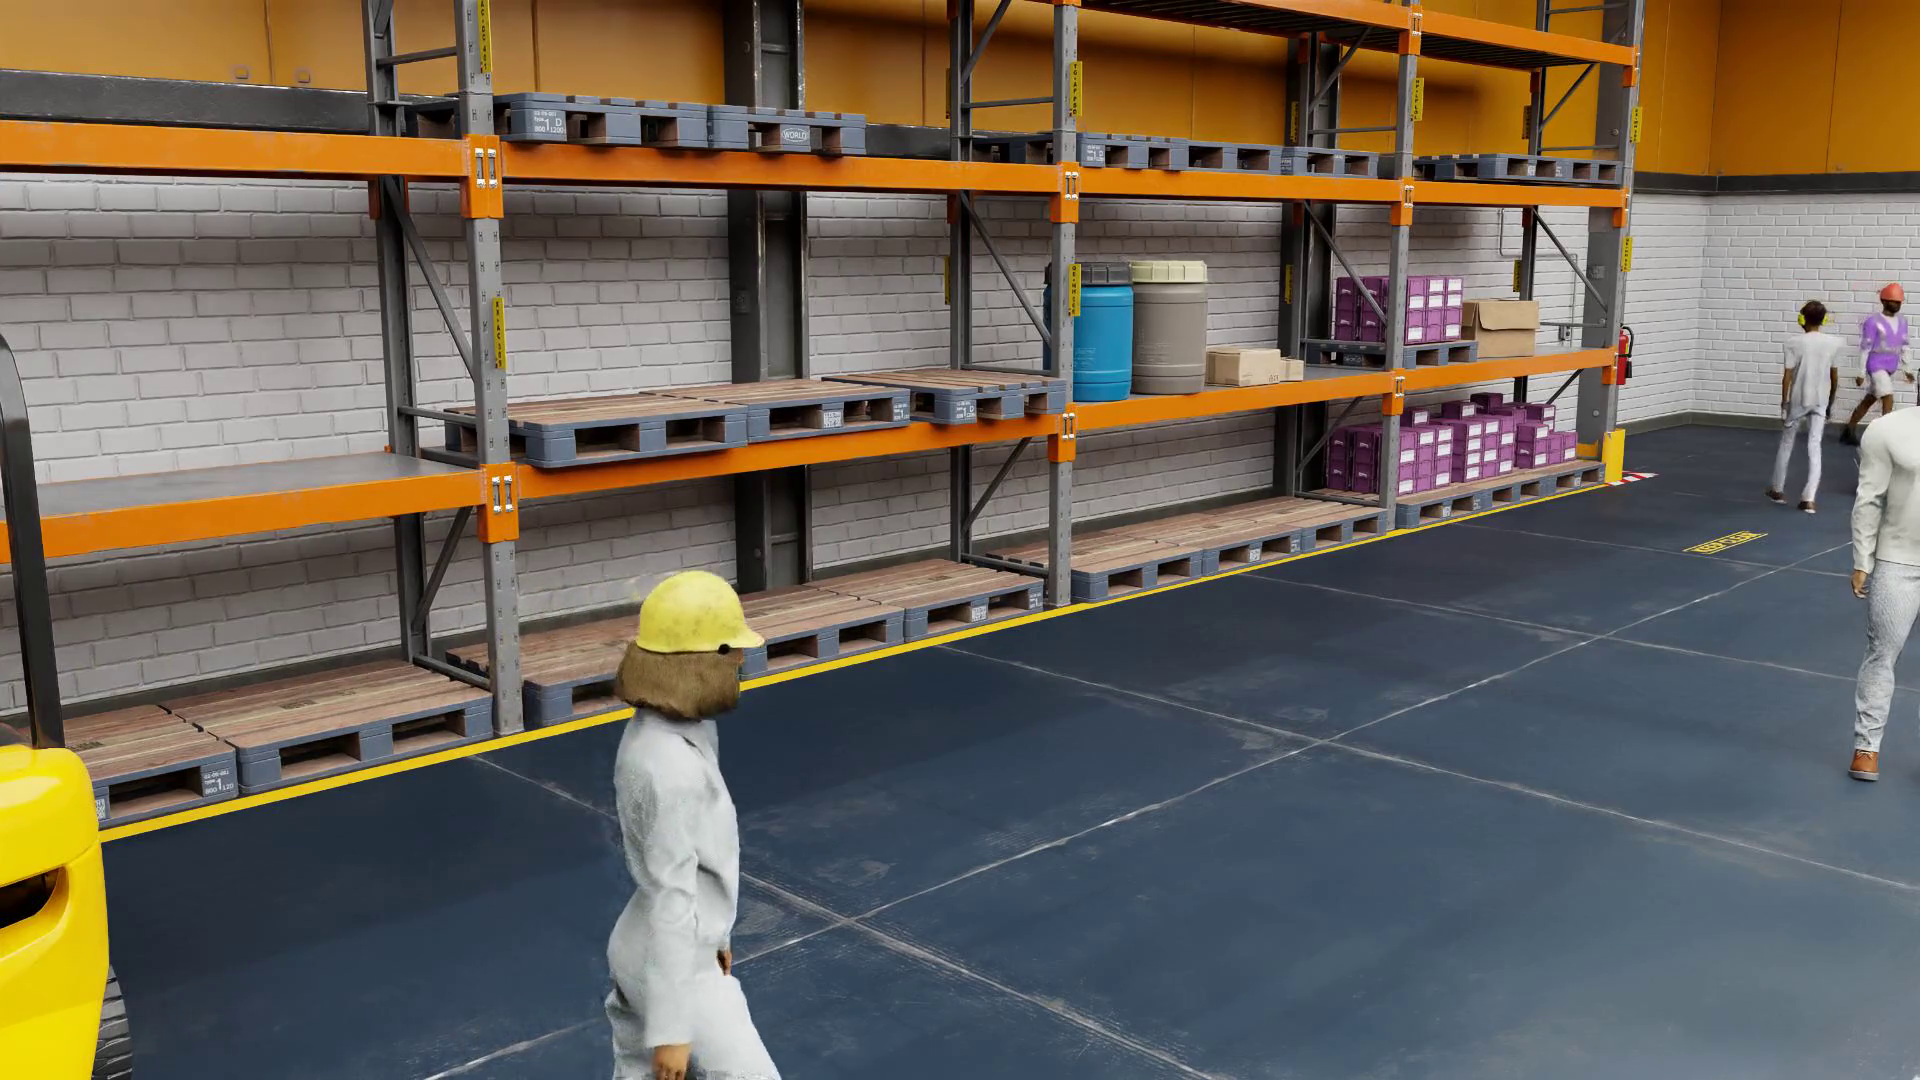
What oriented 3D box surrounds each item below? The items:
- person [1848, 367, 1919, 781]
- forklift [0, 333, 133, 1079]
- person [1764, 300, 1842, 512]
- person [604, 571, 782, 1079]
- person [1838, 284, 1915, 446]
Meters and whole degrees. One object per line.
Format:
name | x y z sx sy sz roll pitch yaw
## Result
person | 4.240 0.117 7.282 0.627 1.940 0.372 4 11 20
forklift | -3.289 0.485 4.582 1.214 2.155 2.313 -10 14 -44
person | 7.484 -1.193 14.741 0.520 1.826 0.900 2 11 12
person | -0.492 0.909 3.528 0.684 1.716 0.512 -3 11 -18
person | 10.360 -1.943 18.715 0.545 1.881 1.040 -5 11 -24
